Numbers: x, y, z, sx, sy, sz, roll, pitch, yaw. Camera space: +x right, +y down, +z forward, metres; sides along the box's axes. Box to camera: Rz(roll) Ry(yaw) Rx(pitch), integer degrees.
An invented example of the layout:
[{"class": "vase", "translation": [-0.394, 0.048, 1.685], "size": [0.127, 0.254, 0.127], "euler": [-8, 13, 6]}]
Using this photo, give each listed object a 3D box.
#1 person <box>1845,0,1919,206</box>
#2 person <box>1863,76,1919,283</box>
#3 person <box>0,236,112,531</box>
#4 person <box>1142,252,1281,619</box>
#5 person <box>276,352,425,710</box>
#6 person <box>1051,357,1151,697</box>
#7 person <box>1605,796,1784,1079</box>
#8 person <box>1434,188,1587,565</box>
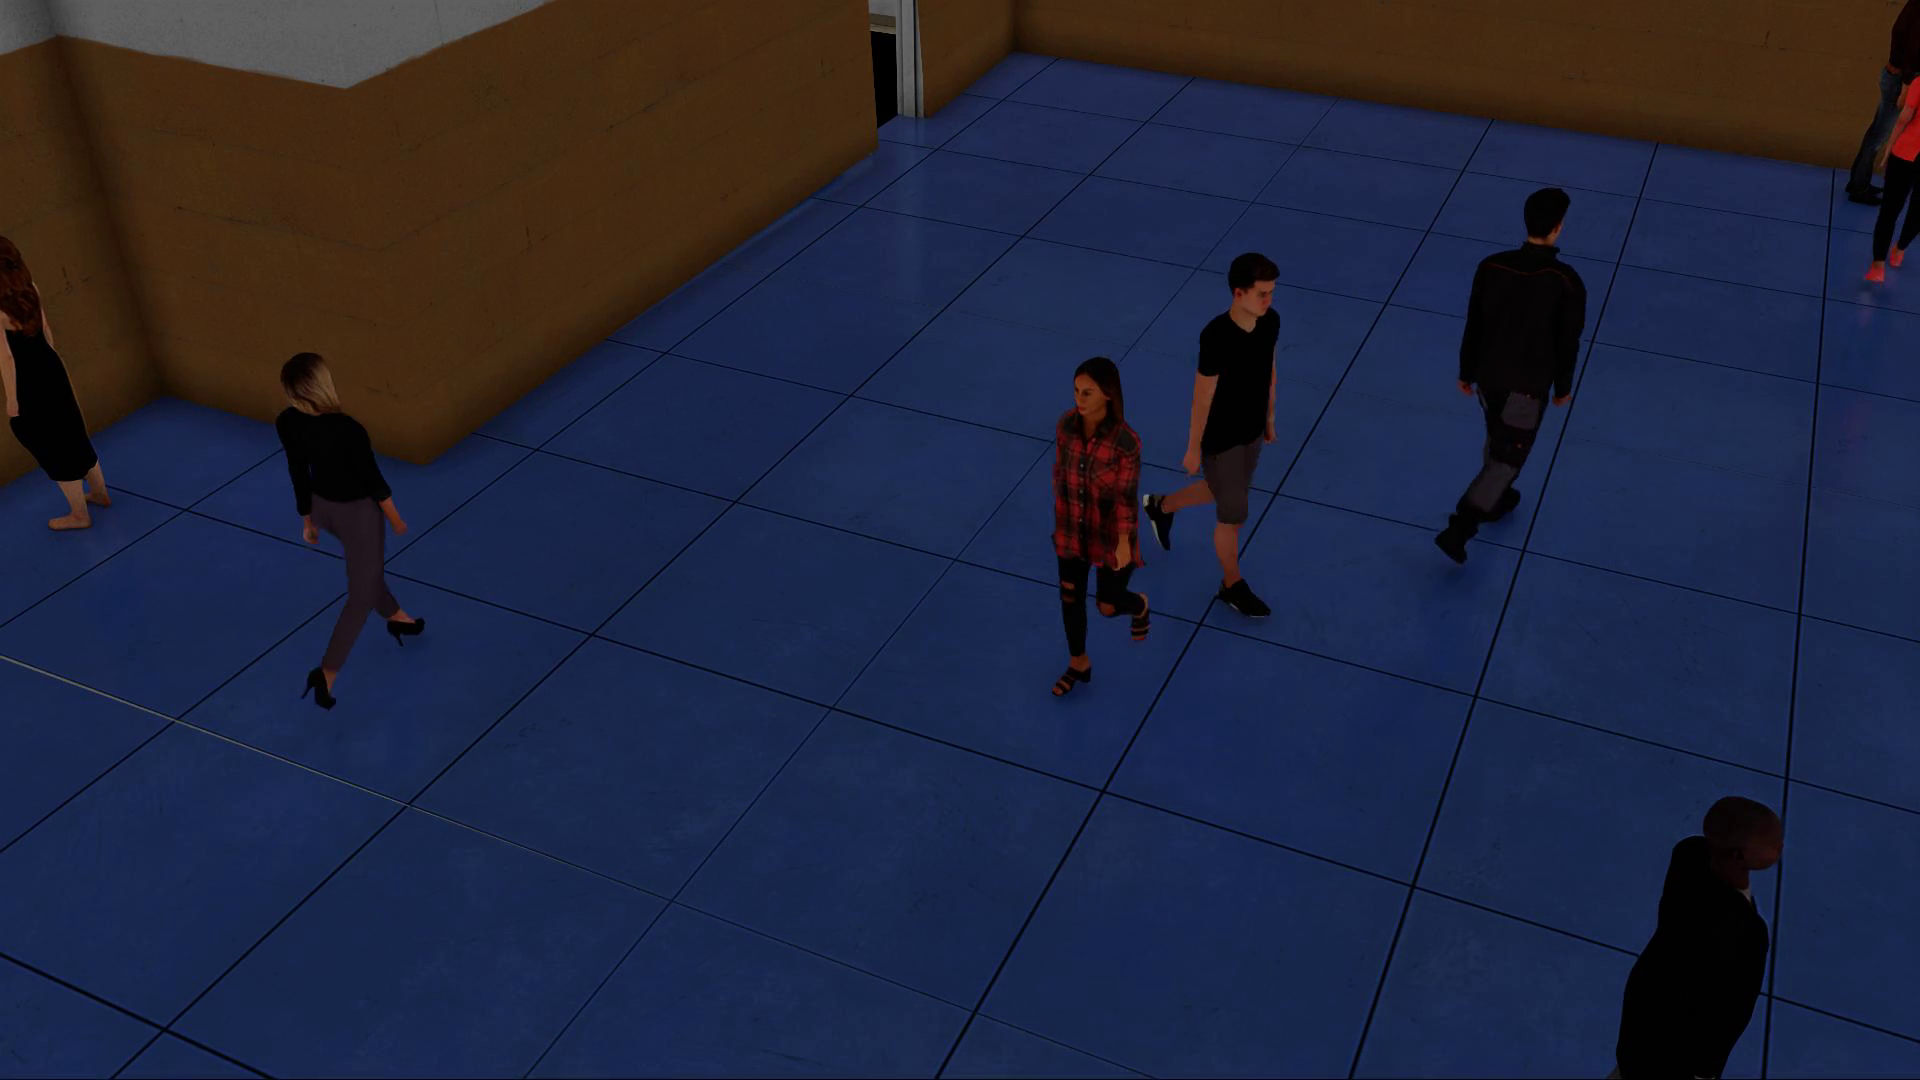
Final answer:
[{"class": "person", "translation": [6.907, -3.373, 12.256], "size": [0.524, 1.781, 0.661], "euler": [12, 36, 18]}, {"class": "person", "translation": [6.352, -2.472, 11.009], "size": [0.982, 1.662, 0.682], "euler": [13, 36, 19]}, {"class": "person", "translation": [-4.731, -0.802, 8.533], "size": [0.663, 1.625, 0.651], "euler": [4, 34, 6]}, {"class": "person", "translation": [1.218, -0.546, 7.958], "size": [0.959, 1.836, 1.211], "euler": [-29, 43, -36]}, {"class": "person", "translation": [-2.743, -0.012, 7.336], "size": [0.981, 1.635, 0.646], "euler": [15, 36, 21]}, {"class": "person", "translation": [0.652, -0.063, 7.364], "size": [0.839, 1.689, 0.791], "euler": [24, 41, 32]}, {"class": "person", "translation": [2.150, 1.453, 5.020], "size": [0.671, 1.761, 0.708], "euler": [3, 34, 5]}, {"class": "person", "translation": [2.703, -0.760, 8.217], "size": [1.251, 1.904, 1.034], "euler": [29, 43, 36]}]
